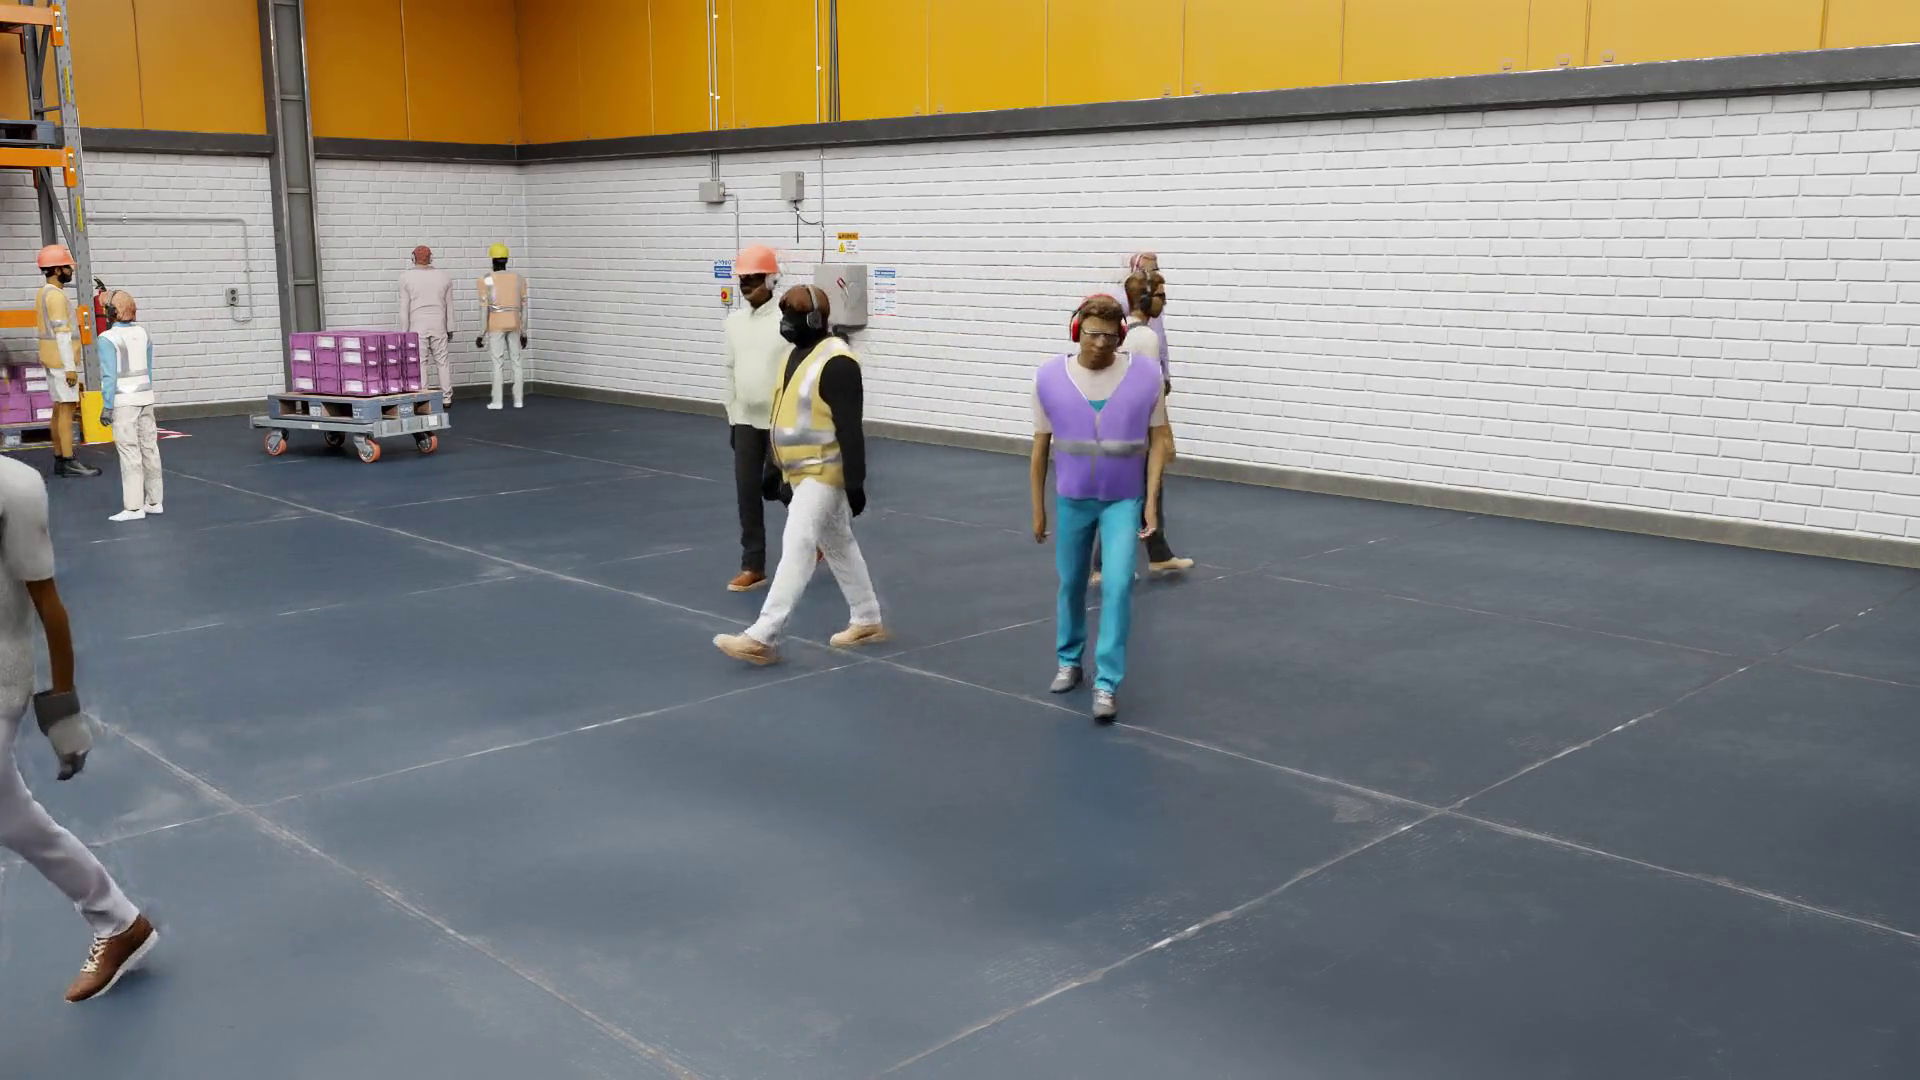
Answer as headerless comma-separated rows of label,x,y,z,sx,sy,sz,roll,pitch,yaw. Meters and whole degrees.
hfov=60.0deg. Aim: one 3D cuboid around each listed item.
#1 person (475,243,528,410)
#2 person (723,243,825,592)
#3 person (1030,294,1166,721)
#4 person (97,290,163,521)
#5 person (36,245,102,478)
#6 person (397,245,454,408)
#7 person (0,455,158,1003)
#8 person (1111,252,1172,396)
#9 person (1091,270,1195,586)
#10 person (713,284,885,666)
person,-5.321,-2.471,19.332,0.645,1.924,0.379,-8,13,-39
person,-1.065,-0.711,9.588,0.619,1.979,0.706,5,12,27
person,0.580,-0.145,7.060,0.572,1.772,0.898,1,10,6
person,-5.911,-0.952,11.831,0.309,1.641,0.511,2,11,8
person,-7.510,-1.492,13.949,0.353,1.942,0.546,-8,13,-39
person,-6.218,-2.467,19.362,0.642,1.909,0.399,-7,13,-35
person,-2.420,0.385,4.079,0.531,1.830,1.000,4,11,20
person,1.442,-1.283,12.941,0.540,1.887,0.679,8,13,36
person,1.116,-0.632,9.586,0.809,1.814,0.549,-3,11,-14
person,-0.747,-0.317,7.954,0.974,1.786,0.654,-5,12,-27
